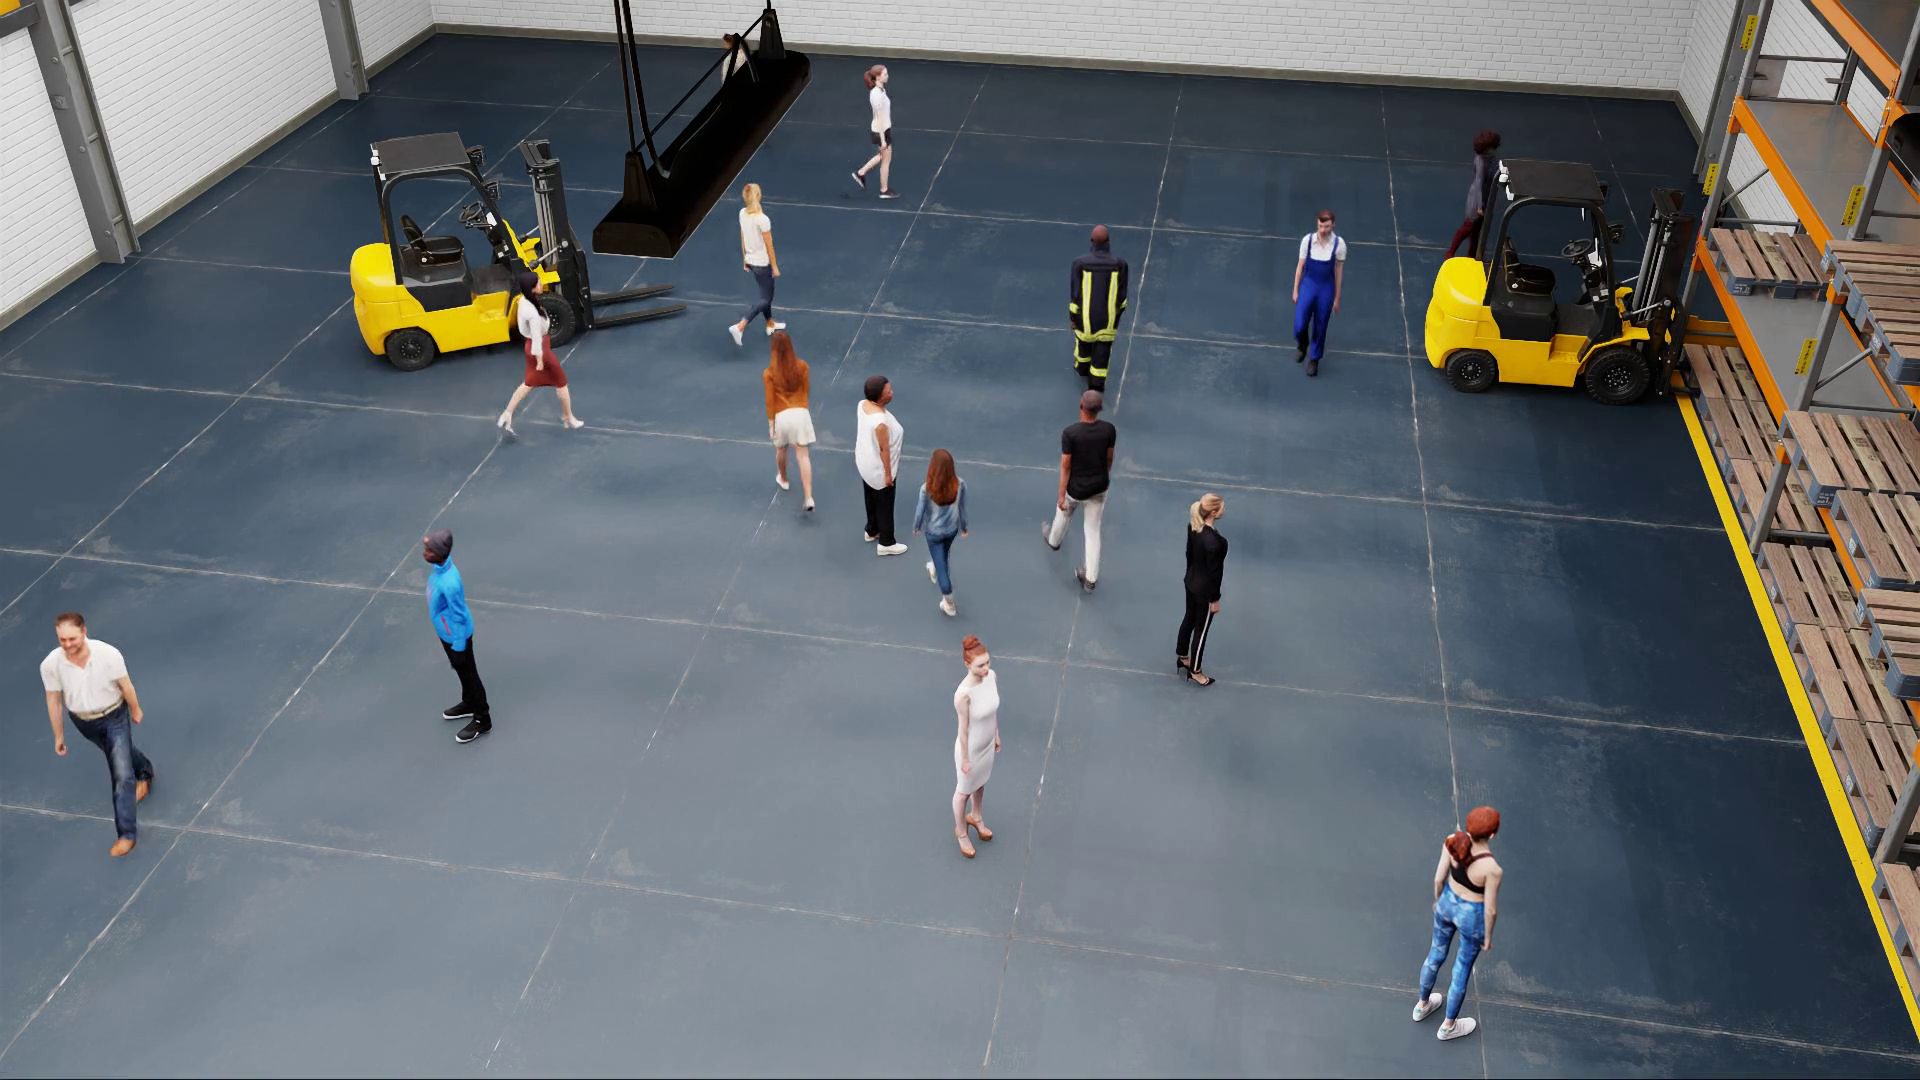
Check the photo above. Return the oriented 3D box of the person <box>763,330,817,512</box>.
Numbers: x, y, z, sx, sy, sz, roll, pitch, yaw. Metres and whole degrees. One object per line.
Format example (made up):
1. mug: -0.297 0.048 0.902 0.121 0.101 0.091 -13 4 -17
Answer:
1. person: -1.492 -1.044 15.027 0.906 1.685 1.158 -9 35 -13

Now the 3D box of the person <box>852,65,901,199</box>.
1. person: -1.085 -5.183 21.206 0.741 1.739 0.833 -2 34 -3

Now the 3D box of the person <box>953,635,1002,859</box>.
1. person: 0.098 1.396 11.259 0.689 1.793 0.556 22 40 30

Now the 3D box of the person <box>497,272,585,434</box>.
1. person: -4.151 -1.761 16.076 1.067 1.718 1.071 -17 37 -24

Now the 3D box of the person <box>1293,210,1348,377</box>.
1. person: 3.731 -2.621 17.265 0.664 1.835 0.748 7 34 10

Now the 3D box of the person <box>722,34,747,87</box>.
1. person: -3.050 -6.317 23.172 0.759 1.451 0.686 28 42 35

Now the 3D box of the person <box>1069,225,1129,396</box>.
1. person: 1.394 -2.268 16.771 0.891 1.792 1.132 -1 34 -2

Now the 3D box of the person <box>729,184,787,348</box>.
1. person: -2.199 -2.896 17.722 1.116 1.786 1.002 -27 42 -34

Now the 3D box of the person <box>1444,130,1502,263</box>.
1. person: 6.097 -4.018 19.493 0.873 1.694 0.707 9 35 13

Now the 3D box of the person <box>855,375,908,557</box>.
1. person: -0.696 -0.672 14.466 0.821 1.687 0.728 -13 36 -19

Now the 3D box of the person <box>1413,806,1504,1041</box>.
1. person: 2.999 2.273 9.947 0.744 1.785 0.687 -23 40 -30

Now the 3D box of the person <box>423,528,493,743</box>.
1. person: -3.736 0.680 12.341 0.754 1.787 0.685 -19 38 -26

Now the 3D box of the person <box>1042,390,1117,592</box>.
1. person: 1.088 -0.369 13.941 1.013 1.763 1.244 -11 35 -16

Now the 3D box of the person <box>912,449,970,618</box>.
1. person: -0.132 -0.041 13.736 0.900 1.444 1.070 -12 35 -17

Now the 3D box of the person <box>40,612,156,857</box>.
1. person: -5.935 1.190 11.564 0.906 1.797 1.326 -3 34 -5

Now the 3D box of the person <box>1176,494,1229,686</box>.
1. person: 1.860 0.381 12.864 0.747 1.706 0.636 -12 35 -17
